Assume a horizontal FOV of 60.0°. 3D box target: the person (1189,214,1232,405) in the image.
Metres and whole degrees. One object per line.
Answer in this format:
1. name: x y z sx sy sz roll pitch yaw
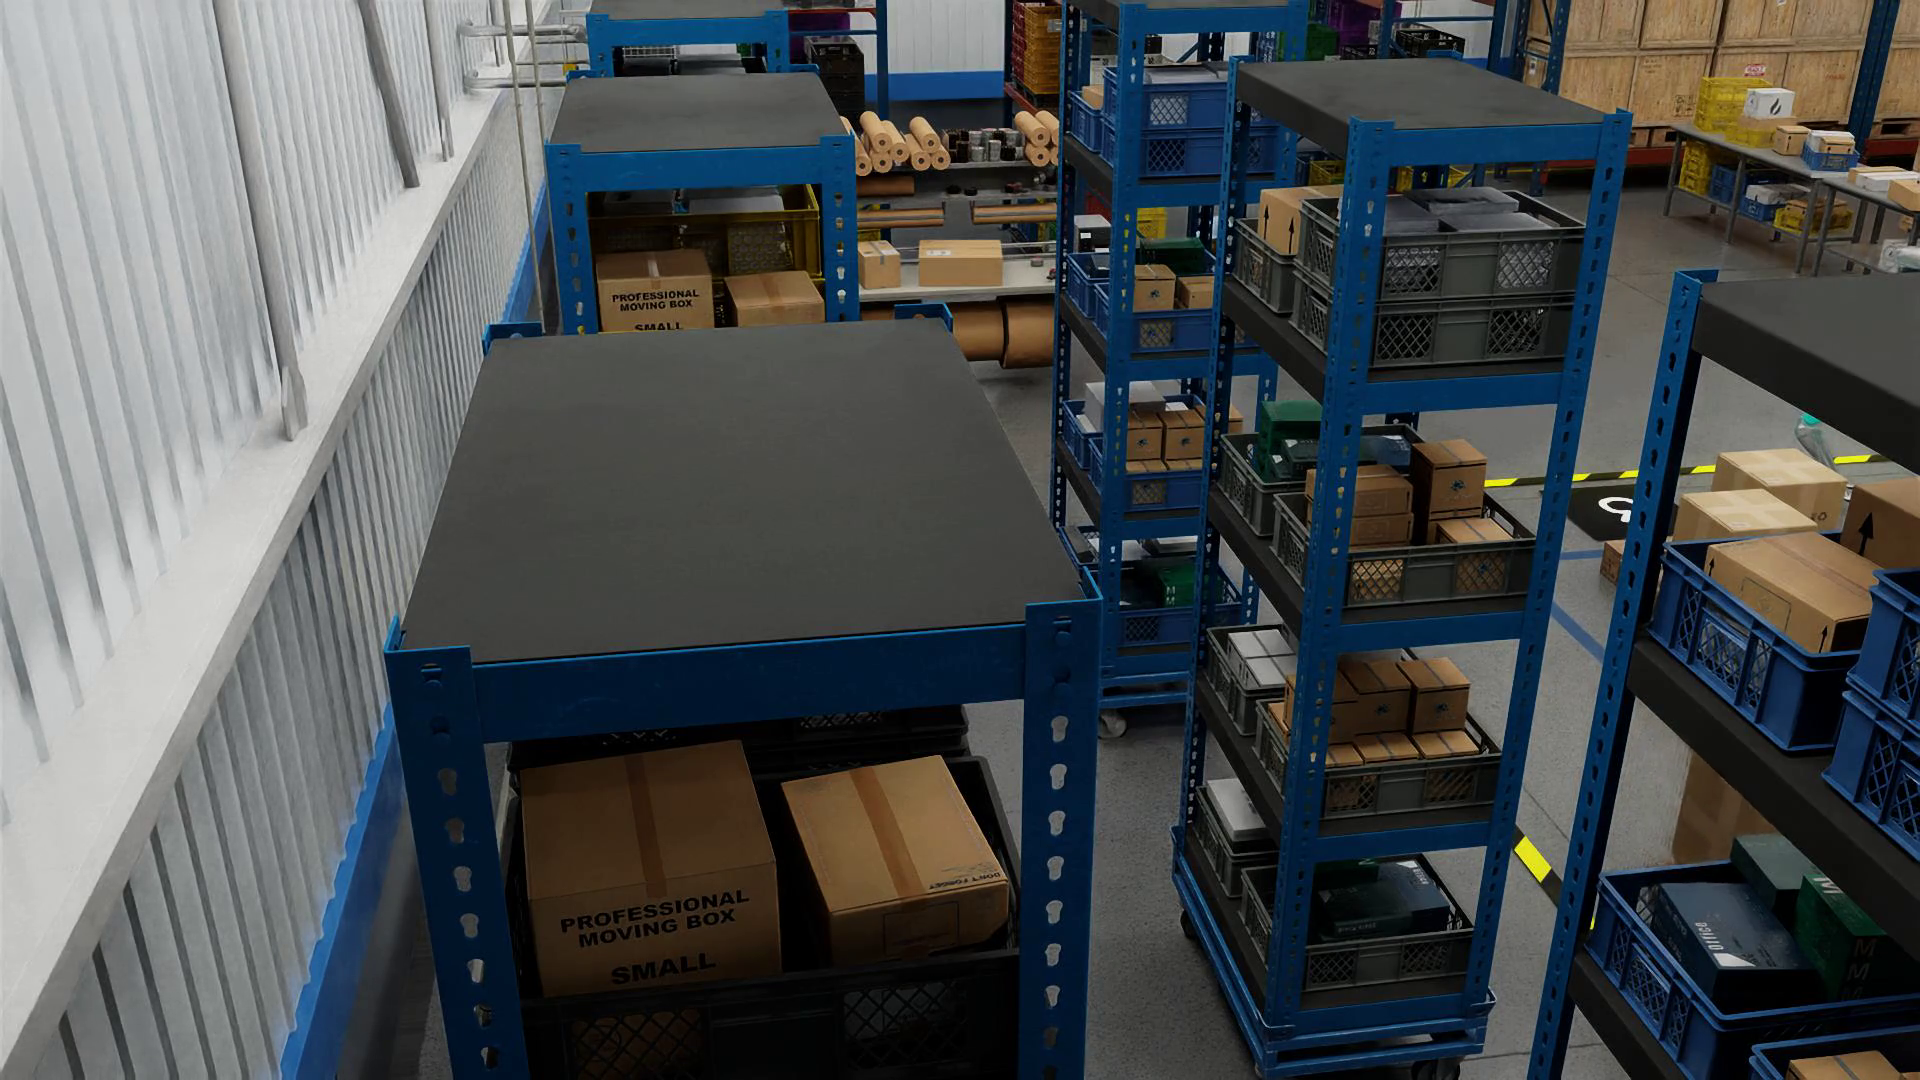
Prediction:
1. person: 1.663 -1.265 11.152 0.365 1.852 0.596 -3 25 -7

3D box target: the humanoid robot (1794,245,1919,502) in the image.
1. humanoid robot: 5.774 -1.102 10.782 0.735 1.673 0.533 14 28 28
